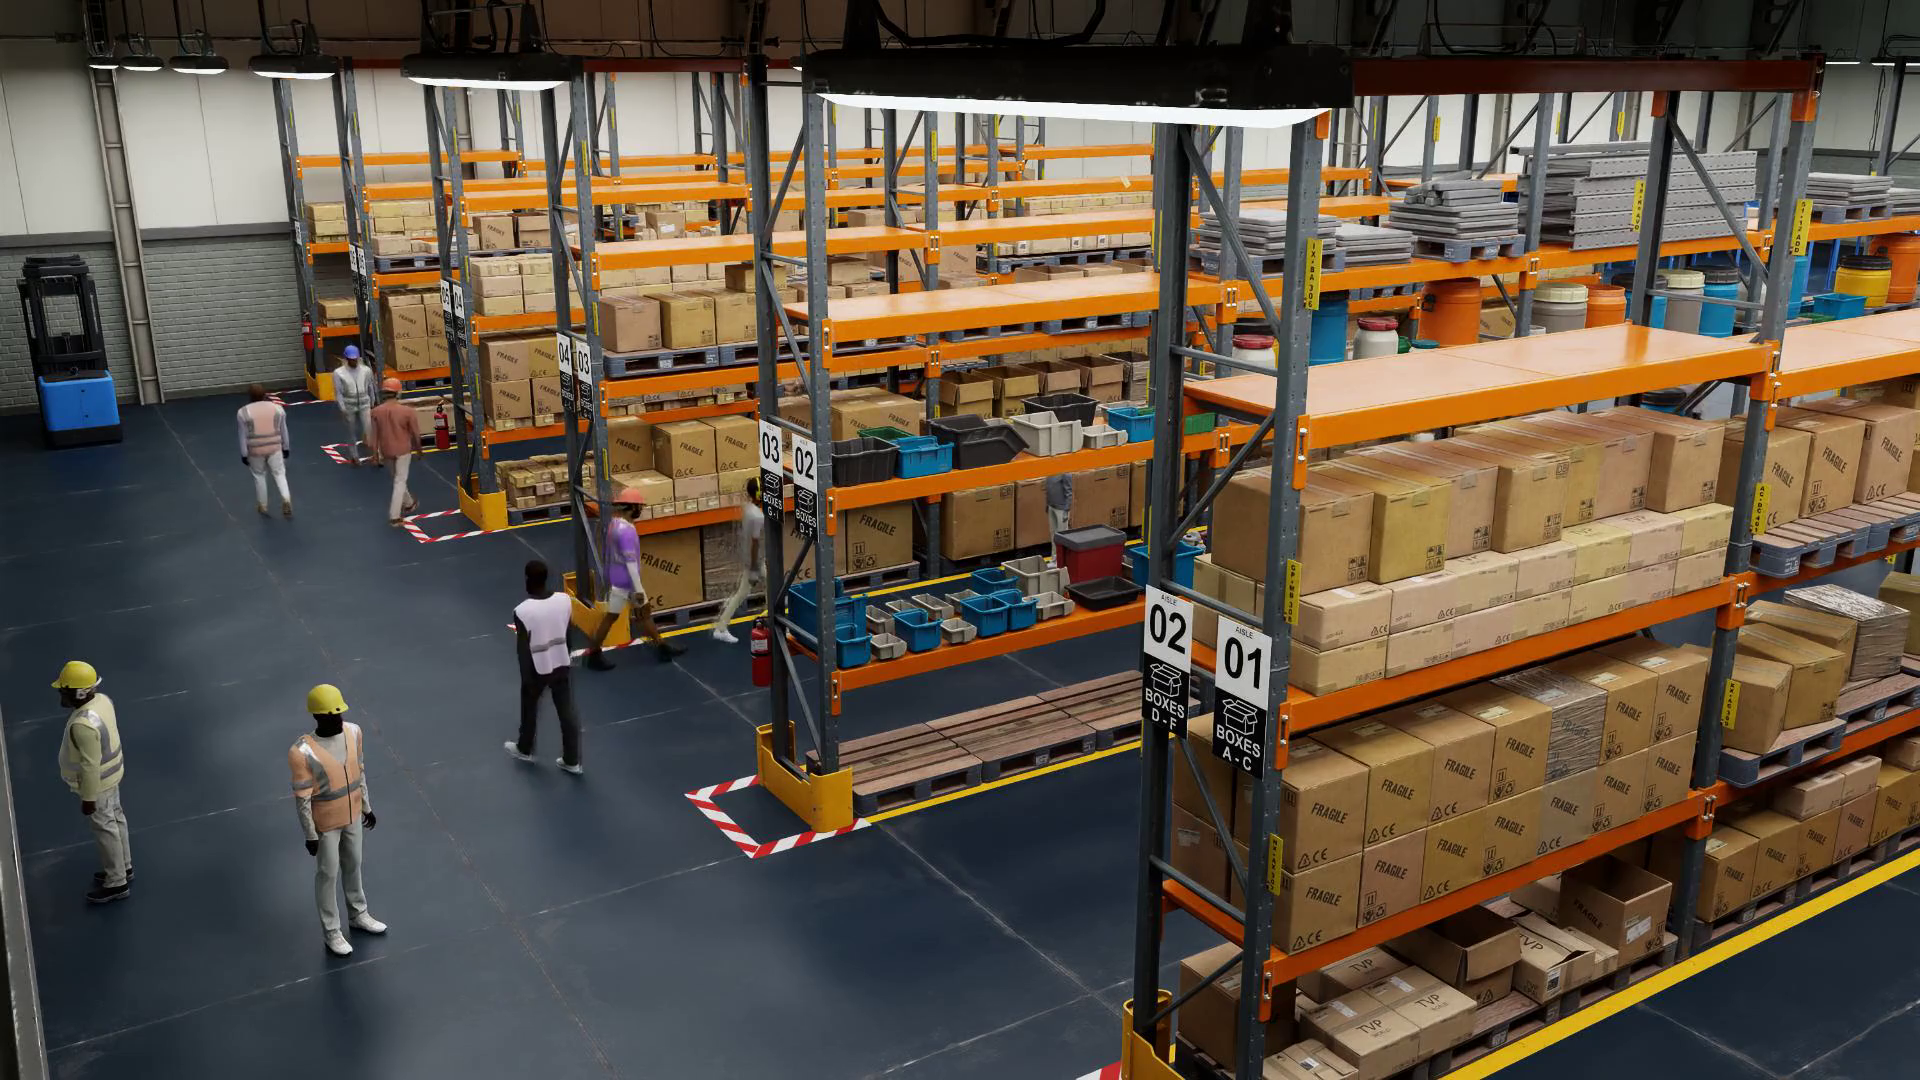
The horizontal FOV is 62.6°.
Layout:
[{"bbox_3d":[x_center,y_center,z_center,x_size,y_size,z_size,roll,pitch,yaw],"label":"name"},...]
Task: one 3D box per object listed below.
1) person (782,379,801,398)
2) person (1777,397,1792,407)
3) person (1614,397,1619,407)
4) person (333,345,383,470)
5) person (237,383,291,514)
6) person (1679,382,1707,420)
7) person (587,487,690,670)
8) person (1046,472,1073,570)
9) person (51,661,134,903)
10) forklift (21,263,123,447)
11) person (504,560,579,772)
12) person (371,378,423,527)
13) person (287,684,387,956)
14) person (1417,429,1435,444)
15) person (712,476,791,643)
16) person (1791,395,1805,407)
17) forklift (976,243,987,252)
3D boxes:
[{"bbox_3d":[-2.213,-1.275,21.386,0.645,1.888,0.638,15,23,41],"label":"person"},{"bbox_3d":[12.400,-2.113,24.106,0.642,1.913,0.409,1,17,3],"label":"person"},{"bbox_3d":[10.325,-2.018,24.243,0.556,1.656,0.824,2,17,5],"label":"person"},{"bbox_3d":[-9.041,-1.980,23.705,0.604,1.892,1.006,-12,21,-35],"label":"person"},{"bbox_3d":[-9.398,-1.223,21.342,0.643,1.829,0.723,-12,21,-34],"label":"person"},{"bbox_3d":[11.044,-2.000,23.790,0.457,1.879,0.640,-2,17,-6],"label":"person"},{"bbox_3d":[-3.345,0.392,15.980,1.048,1.862,0.572,-2,17,-7],"label":"person"},{"bbox_3d":[1.170,-0.378,18.881,0.282,1.633,0.501,-8,19,-25],"label":"person"},{"bbox_3d":[-6.352,1.747,11.573,0.404,1.836,0.599,-5,18,-16],"label":"person"},{"bbox_3d":[-14.518,-3.079,25.708,1.129,2.768,1.873,-10,20,-31],"label":"forklift"},{"bbox_3d":[-3.670,1.067,13.726,0.904,1.881,0.616,14,22,38],"label":"person"},{"bbox_3d":[-7.498,-1.194,21.055,0.605,1.932,1.024,3,17,8],"label":"person"},{"bbox_3d":[-4.301,1.902,10.909,0.364,1.930,0.588,8,19,24],"label":"person"},{"bbox_3d":[5.868,-0.694,19.542,0.551,1.851,0.570,-10,19,-29],"label":"person"},{"bbox_3d":[-2.175,0.212,16.646,1.006,1.824,0.536,-7,18,-21],"label":"person"},{"bbox_3d":[14.683,-3.143,27.527,0.873,1.902,0.648,-13,21,-36],"label":"person"},{"bbox_3d":[0.988,-5.474,34.718,1.214,2.155,2.313,-10,20,-31],"label":"forklift"}]
